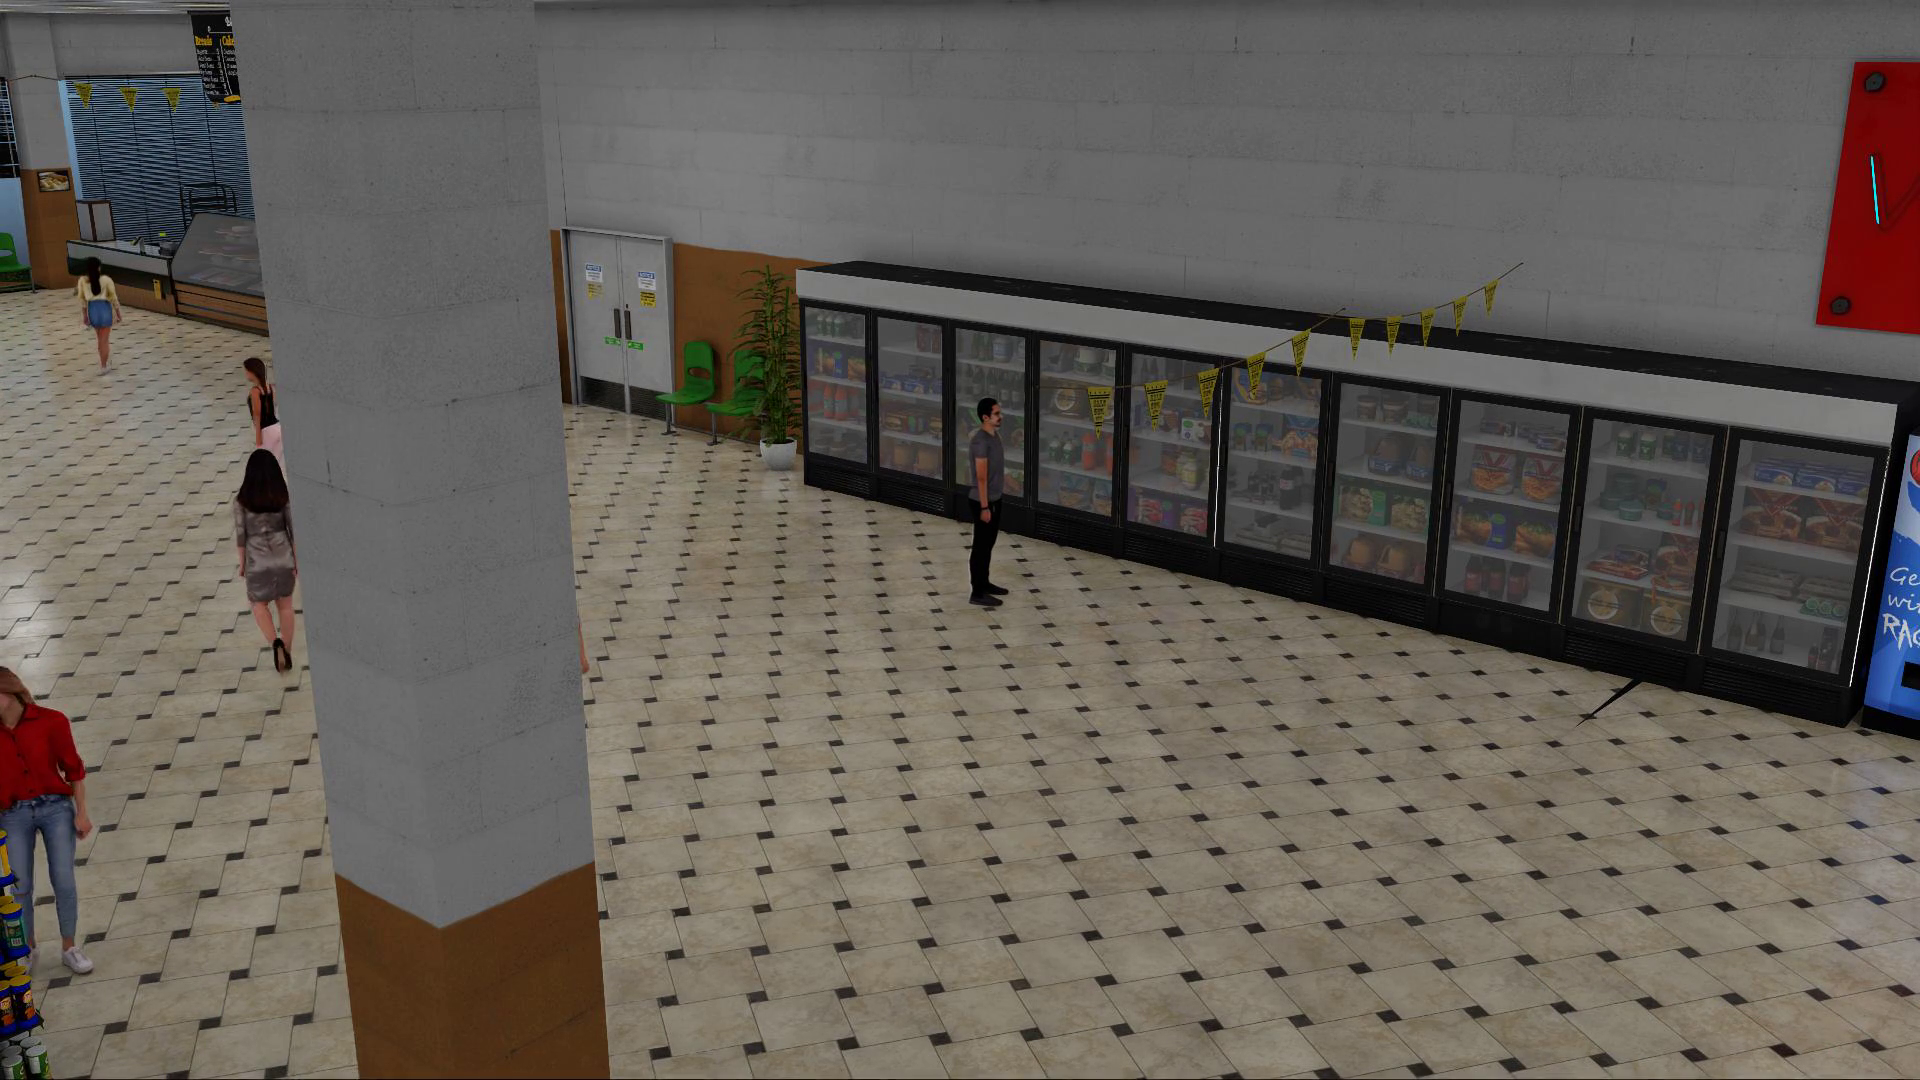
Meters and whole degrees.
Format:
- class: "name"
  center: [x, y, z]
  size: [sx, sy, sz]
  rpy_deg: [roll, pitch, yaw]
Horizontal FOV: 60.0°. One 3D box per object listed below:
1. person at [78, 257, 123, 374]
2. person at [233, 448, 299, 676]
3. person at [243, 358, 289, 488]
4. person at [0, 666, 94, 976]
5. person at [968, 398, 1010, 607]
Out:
- class: "person"
  center: [-12.160, -3.154, 23.484]
  size: [0.959, 1.606, 0.988]
  rpy_deg: [-4, 17, -12]
- class: "person"
  center: [-5.054, 0.206, 12.199]
  size: [0.895, 1.734, 0.853]
  rpy_deg: [-8, 19, -25]
- class: "person"
  center: [-6.872, -1.050, 16.662]
  size: [0.824, 1.544, 0.841]
  rpy_deg: [4, 17, 13]
- class: "person"
  center: [-4.614, 1.400, 8.346]
  size: [0.629, 1.687, 0.780]
  rpy_deg: [-14, 22, -38]
- class: "person"
  center: [0.215, -0.341, 13.969]
  size: [0.756, 1.752, 0.643]
  rpy_deg: [3, 17, 10]
